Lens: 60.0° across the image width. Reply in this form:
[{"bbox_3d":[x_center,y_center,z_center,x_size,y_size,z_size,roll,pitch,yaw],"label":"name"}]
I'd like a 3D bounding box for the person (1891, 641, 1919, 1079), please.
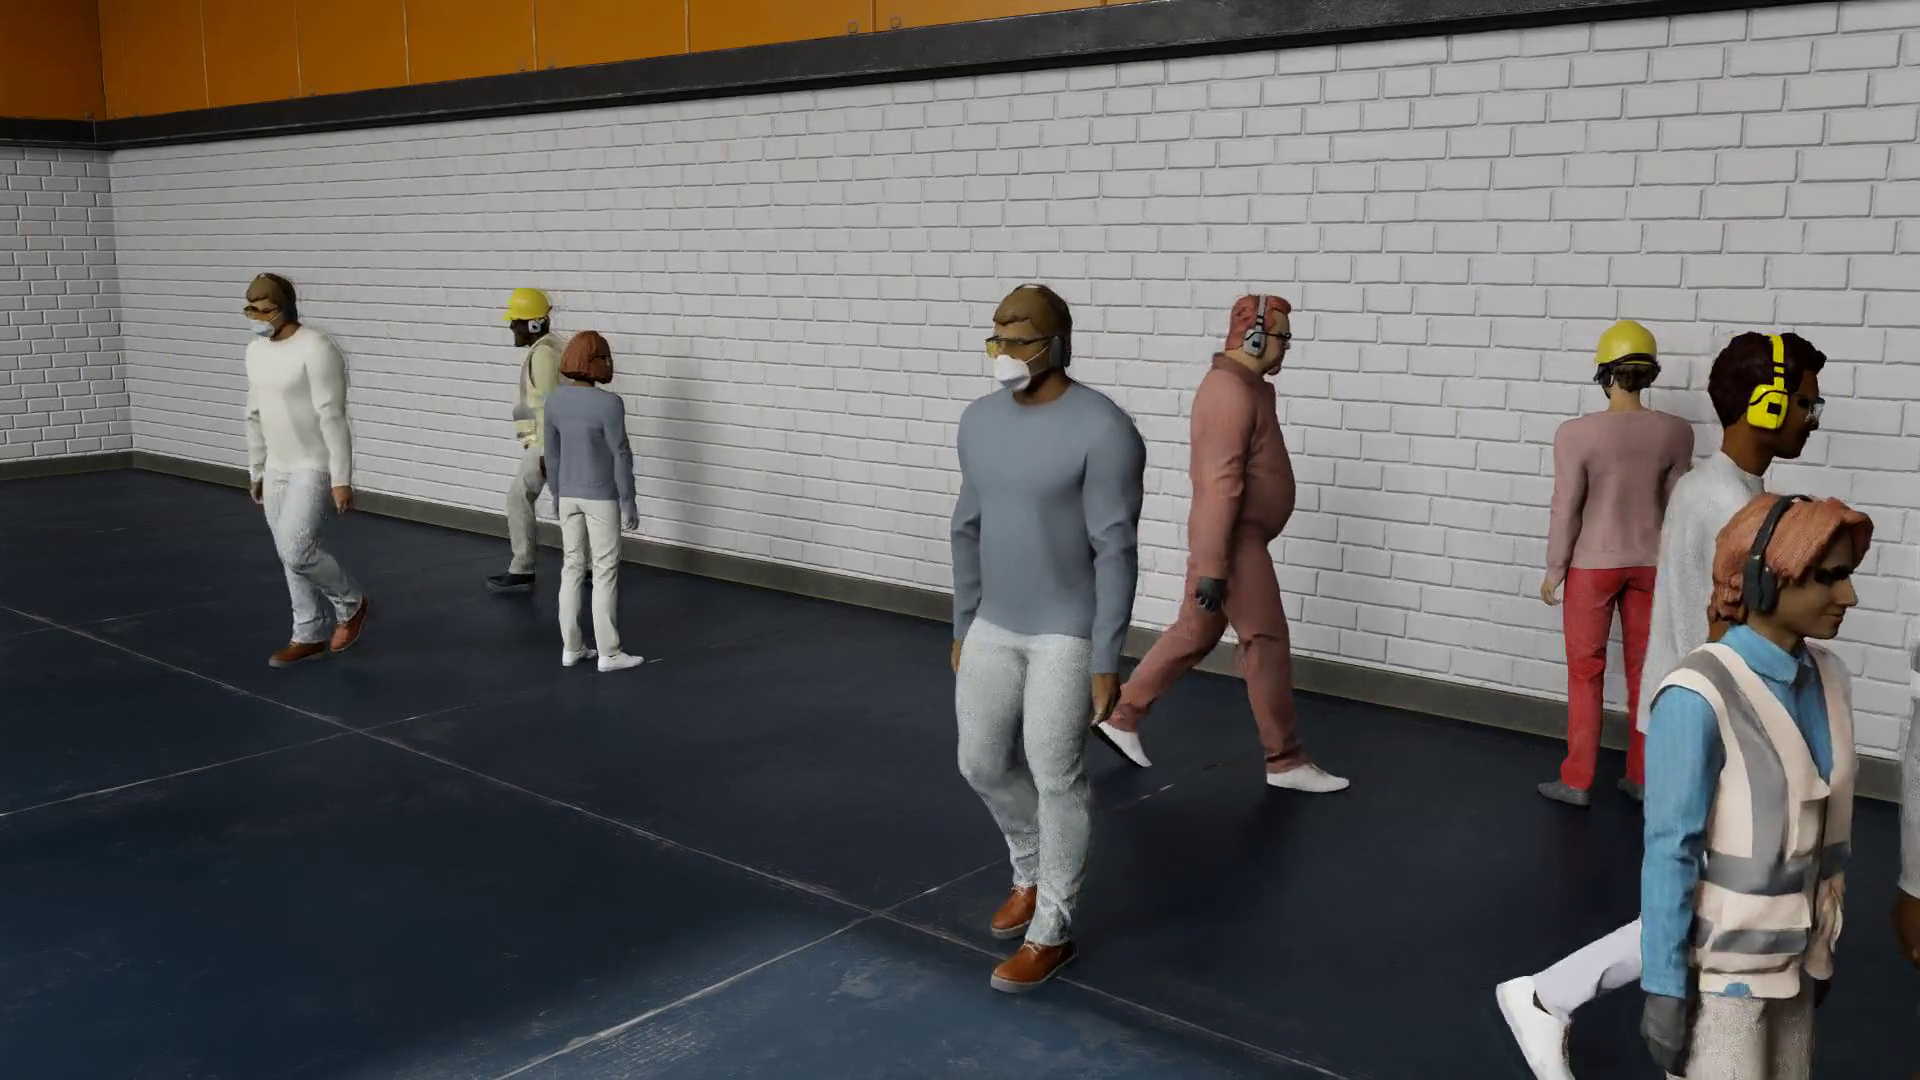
[{"bbox_3d":[1.967,0.556,2.954,0.603,1.921,0.512,0,10,2],"label":"person"}]

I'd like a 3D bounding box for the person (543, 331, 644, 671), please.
[{"bbox_3d":[-1.764,-0.185,8.003,0.518,1.632,0.289,6,12,31],"label":"person"}]

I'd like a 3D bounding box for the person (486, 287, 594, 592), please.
[{"bbox_3d":[-2.488,-0.576,9.781,0.810,1.785,0.645,-1,10,-6],"label":"person"}]

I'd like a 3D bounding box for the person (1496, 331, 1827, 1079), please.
[{"bbox_3d":[1.637,0.450,3.788,0.591,1.845,0.556,4,11,22],"label":"person"}]

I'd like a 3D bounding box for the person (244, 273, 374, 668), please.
[{"bbox_3d":[-3.126,-0.311,7.930,0.723,1.905,0.493,6,12,33],"label":"person"}]

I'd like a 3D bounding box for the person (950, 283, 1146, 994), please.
[{"bbox_3d":[0.221,0.262,4.599,0.655,1.933,0.448,9,14,42],"label":"person"}]

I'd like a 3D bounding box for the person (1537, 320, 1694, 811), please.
[{"bbox_3d":[2.351,0.099,5.999,0.525,1.769,0.315,-1,10,-8],"label":"person"}]

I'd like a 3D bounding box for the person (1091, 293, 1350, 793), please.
[{"bbox_3d":[0.971,0.010,6.221,0.951,1.869,0.673,1,10,8],"label":"person"}]

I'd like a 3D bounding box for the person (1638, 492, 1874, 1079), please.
[{"bbox_3d":[1.314,0.723,2.826,0.530,1.624,0.392,-7,12,-35],"label":"person"}]
